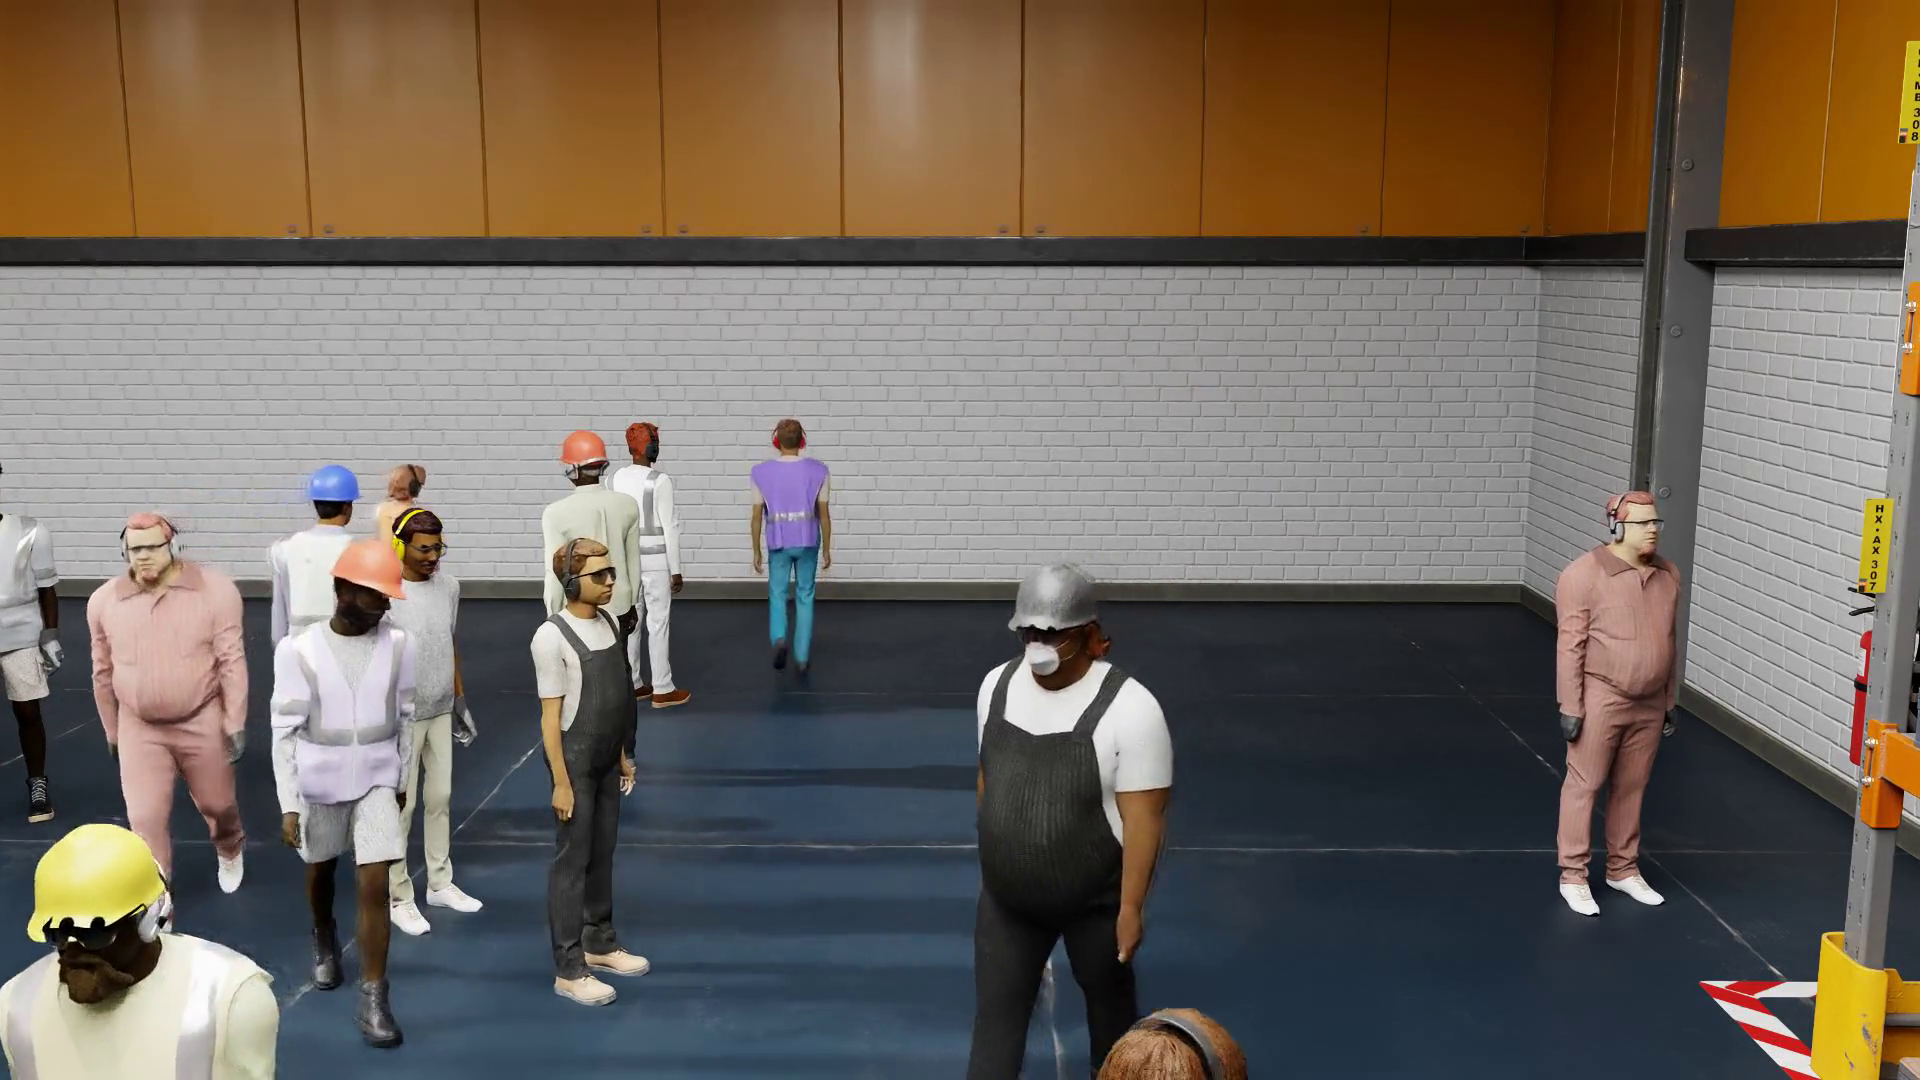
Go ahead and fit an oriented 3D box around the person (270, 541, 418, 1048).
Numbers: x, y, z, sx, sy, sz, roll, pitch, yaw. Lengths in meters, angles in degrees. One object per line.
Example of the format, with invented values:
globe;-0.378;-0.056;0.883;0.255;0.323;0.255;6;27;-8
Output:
person;-2.376;0.923;6.452;0.570;1.876;0.962;-5;11;-28

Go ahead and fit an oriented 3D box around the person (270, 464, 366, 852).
person;-3.078;0.592;8.243;0.646;1.932;0.444;2;10;14

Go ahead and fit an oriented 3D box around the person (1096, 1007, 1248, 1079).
person;0.321;1.586;2.631;0.645;1.812;0.770;6;11;33

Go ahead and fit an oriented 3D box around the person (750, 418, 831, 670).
person;-1.194;0.055;11.804;0.563;1.826;0.491;-1;10;-5

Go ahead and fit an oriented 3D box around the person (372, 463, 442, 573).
person;-3.622;0.310;10.858;0.532;1.624;0.422;5;11;25

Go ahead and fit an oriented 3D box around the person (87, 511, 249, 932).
person;-3.447;0.777;7.319;0.640;1.878;0.836;-3;10;-17

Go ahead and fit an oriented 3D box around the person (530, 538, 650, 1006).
person;-1.476;0.905;6.635;0.345;1.847;0.508;3;10;18

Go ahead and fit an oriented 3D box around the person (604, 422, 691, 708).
person;-2.061;0.165;10.957;0.576;1.882;0.355;6;11;30

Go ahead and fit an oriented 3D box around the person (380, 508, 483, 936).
person;-2.362;0.780;7.331;0.329;1.865;0.511;6;11;32

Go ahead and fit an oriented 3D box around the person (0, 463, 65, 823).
person;-4.992;0.516;8.607;0.614;1.962;0.365;-4;10;-23

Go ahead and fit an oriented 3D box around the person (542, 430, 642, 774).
person;-2.063;0.377;9.347;0.609;1.997;0.375;-9;13;-43

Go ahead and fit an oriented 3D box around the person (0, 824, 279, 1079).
person;-1.724;1.431;3.613;0.586;1.805;0.731;-1;10;-4

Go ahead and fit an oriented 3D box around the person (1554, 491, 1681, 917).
person;2.985;0.727;7.505;0.642;1.913;0.410;-3;10;-20
